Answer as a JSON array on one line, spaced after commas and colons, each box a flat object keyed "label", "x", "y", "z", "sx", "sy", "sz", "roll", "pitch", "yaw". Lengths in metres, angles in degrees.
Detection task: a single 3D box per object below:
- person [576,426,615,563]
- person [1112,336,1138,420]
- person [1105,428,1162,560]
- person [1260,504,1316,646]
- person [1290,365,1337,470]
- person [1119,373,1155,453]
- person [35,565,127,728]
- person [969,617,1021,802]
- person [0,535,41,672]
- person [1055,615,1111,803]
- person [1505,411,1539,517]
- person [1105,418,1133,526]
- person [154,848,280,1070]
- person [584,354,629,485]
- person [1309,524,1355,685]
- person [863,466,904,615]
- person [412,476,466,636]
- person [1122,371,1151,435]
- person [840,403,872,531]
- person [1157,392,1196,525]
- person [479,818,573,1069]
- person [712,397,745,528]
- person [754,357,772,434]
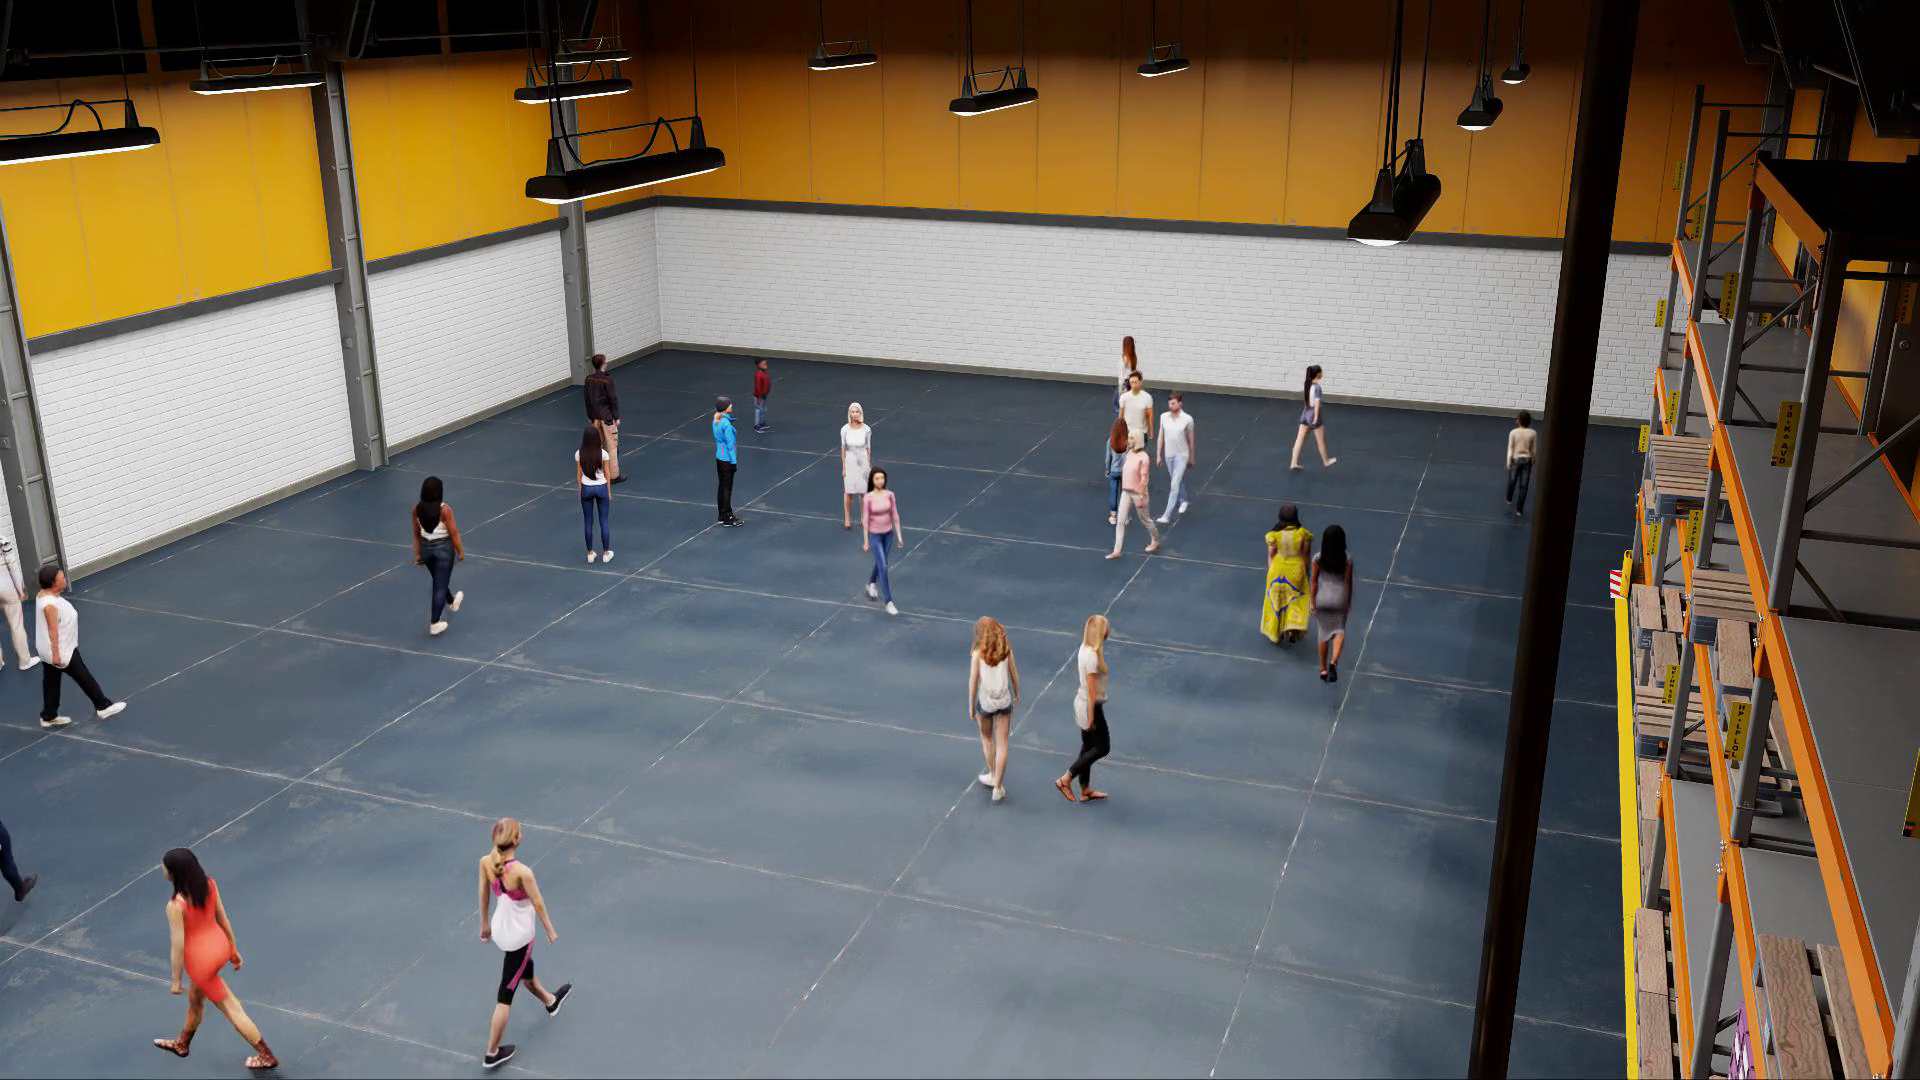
[{"label": "person", "x": -4.660, "y": -0.585, "z": 21.205, "sx": 0.643, "sy": 1.774, "sz": 0.623, "roll": -1, "pitch": 19, "yaw": -2}, {"label": "person", "x": 2.738, "y": -2.411, "z": 26.706, "sx": 0.723, "sy": 1.723, "sz": 0.780, "roll": -15, "pitch": 24, "yaw": -38}, {"label": "person", "x": 2.325, "y": -0.589, "z": 21.357, "sx": 1.189, "sy": 1.683, "sz": 1.016, "roll": -13, "pitch": 22, "yaw": -33}, {"label": "person", "x": 3.632, "y": 0.424, "z": 18.413, "sx": 0.763, "sy": 1.642, "sz": 0.917, "roll": 4, "pitch": 19, "yaw": 13}, {"label": "person", "x": 5.233, "y": -1.818, "z": 25.119, "sx": 1.065, "sy": 1.612, "sz": 1.012, "roll": -8, "pitch": 20, "yaw": -23}, {"label": "person", "x": 2.562, "y": -1.595, "z": 24.251, "sx": 0.976, "sy": 1.744, "sz": 1.314, "roll": -1, "pitch": 19, "yaw": -3}, {"label": "person", "x": -8.971, "y": 1.079, "z": 16.437, "sx": 1.113, "sy": 1.661, "sz": 0.968, "roll": -14, "pitch": 23, "yaw": -36}, {"label": "person", "x": 0.321, "y": 1.534, "z": 14.972, "sx": 0.855, "sy": 1.736, "sz": 0.919, "roll": -2, "pitch": 19, "yaw": -6}, {"label": "person", "x": -10.320, "y": 0.516, "z": 17.797, "sx": 0.767, "sy": 1.861, "sz": 0.764, "roll": -4, "pitch": 19, "yaw": -10}, {"label": "person", "x": 1.062, "y": 1.536, "z": 14.844, "sx": 0.860, "sy": 1.812, "sz": 0.819, "roll": -4, "pitch": 19, "yaw": -11}, {"label": "person", "x": 7.797, "y": -1.038, "z": 23.086, "sx": 0.578, "sy": 1.430, "sz": 0.977, "roll": 5, "pitch": 19, "yaw": 16}, {"label": "person", "x": 2.190, "y": -0.933, "z": 22.703, "sx": 0.601, "sy": 1.477, "sz": 0.557, "roll": 3, "pitch": 19, "yaw": 8}, {"label": "person", "x": -4.967, "y": 2.867, "z": 11.141, "sx": 0.789, "sy": 1.655, "sz": 1.143, "roll": 3, "pitch": 19, "yaw": 10}, {"label": "person", "x": -5.267, "y": -1.794, "z": 24.559, "sx": 0.706, "sy": 1.923, "sz": 0.587, "roll": 8, "pitch": 20, "yaw": 22}, {"label": "person", "x": 3.877, "y": 0.715, "z": 17.347, "sx": 0.655, "sy": 1.772, "sz": 0.797, "roll": 4, "pitch": 19, "yaw": 11}, {"label": "person", "x": -0.963, "y": -0.043, "z": 19.709, "sx": 1.108, "sy": 1.700, "sz": 1.089, "roll": -11, "pitch": 21, "yaw": -29}, {"label": "person", "x": -5.976, "y": 0.207, "z": 18.865, "sx": 0.694, "sy": 1.766, "sz": 1.144, "roll": 5, "pitch": 19, "yaw": 15}, {"label": "person", "x": 2.504, "y": -1.635, "z": 24.507, "sx": 0.905, "sy": 1.656, "sz": 0.822, "roll": -14, "pitch": 23, "yaw": -36}, {"label": "person", "x": -1.412, "y": -1.009, "z": 22.498, "sx": 0.639, "sy": 1.752, "sz": 0.657, "roll": -3, "pitch": 19, "yaw": -10}, {"label": "person", "x": 3.019, "y": -1.137, "z": 22.819, "sx": 0.871, "sy": 1.789, "sz": 1.326, "roll": 12, "pitch": 22, "yaw": 31}, {"label": "person", "x": -3.096, "y": 2.773, "z": 11.294, "sx": 0.734, "sy": 1.734, "sz": 1.166, "roll": 10, "pitch": 21, "yaw": 26}, {"label": "person", "x": -3.193, "y": -1.078, "z": 22.632, "sx": 0.735, "sy": 1.797, "sz": 0.689, "roll": -10, "pitch": 21, "yaw": -27}, {"label": "person", "x": -3.285, "y": -2.416, "z": 27.462, "sx": 0.627, "sy": 1.249, "sz": 0.442, "roll": 3, "pitch": 19, "yaw": 9}]
